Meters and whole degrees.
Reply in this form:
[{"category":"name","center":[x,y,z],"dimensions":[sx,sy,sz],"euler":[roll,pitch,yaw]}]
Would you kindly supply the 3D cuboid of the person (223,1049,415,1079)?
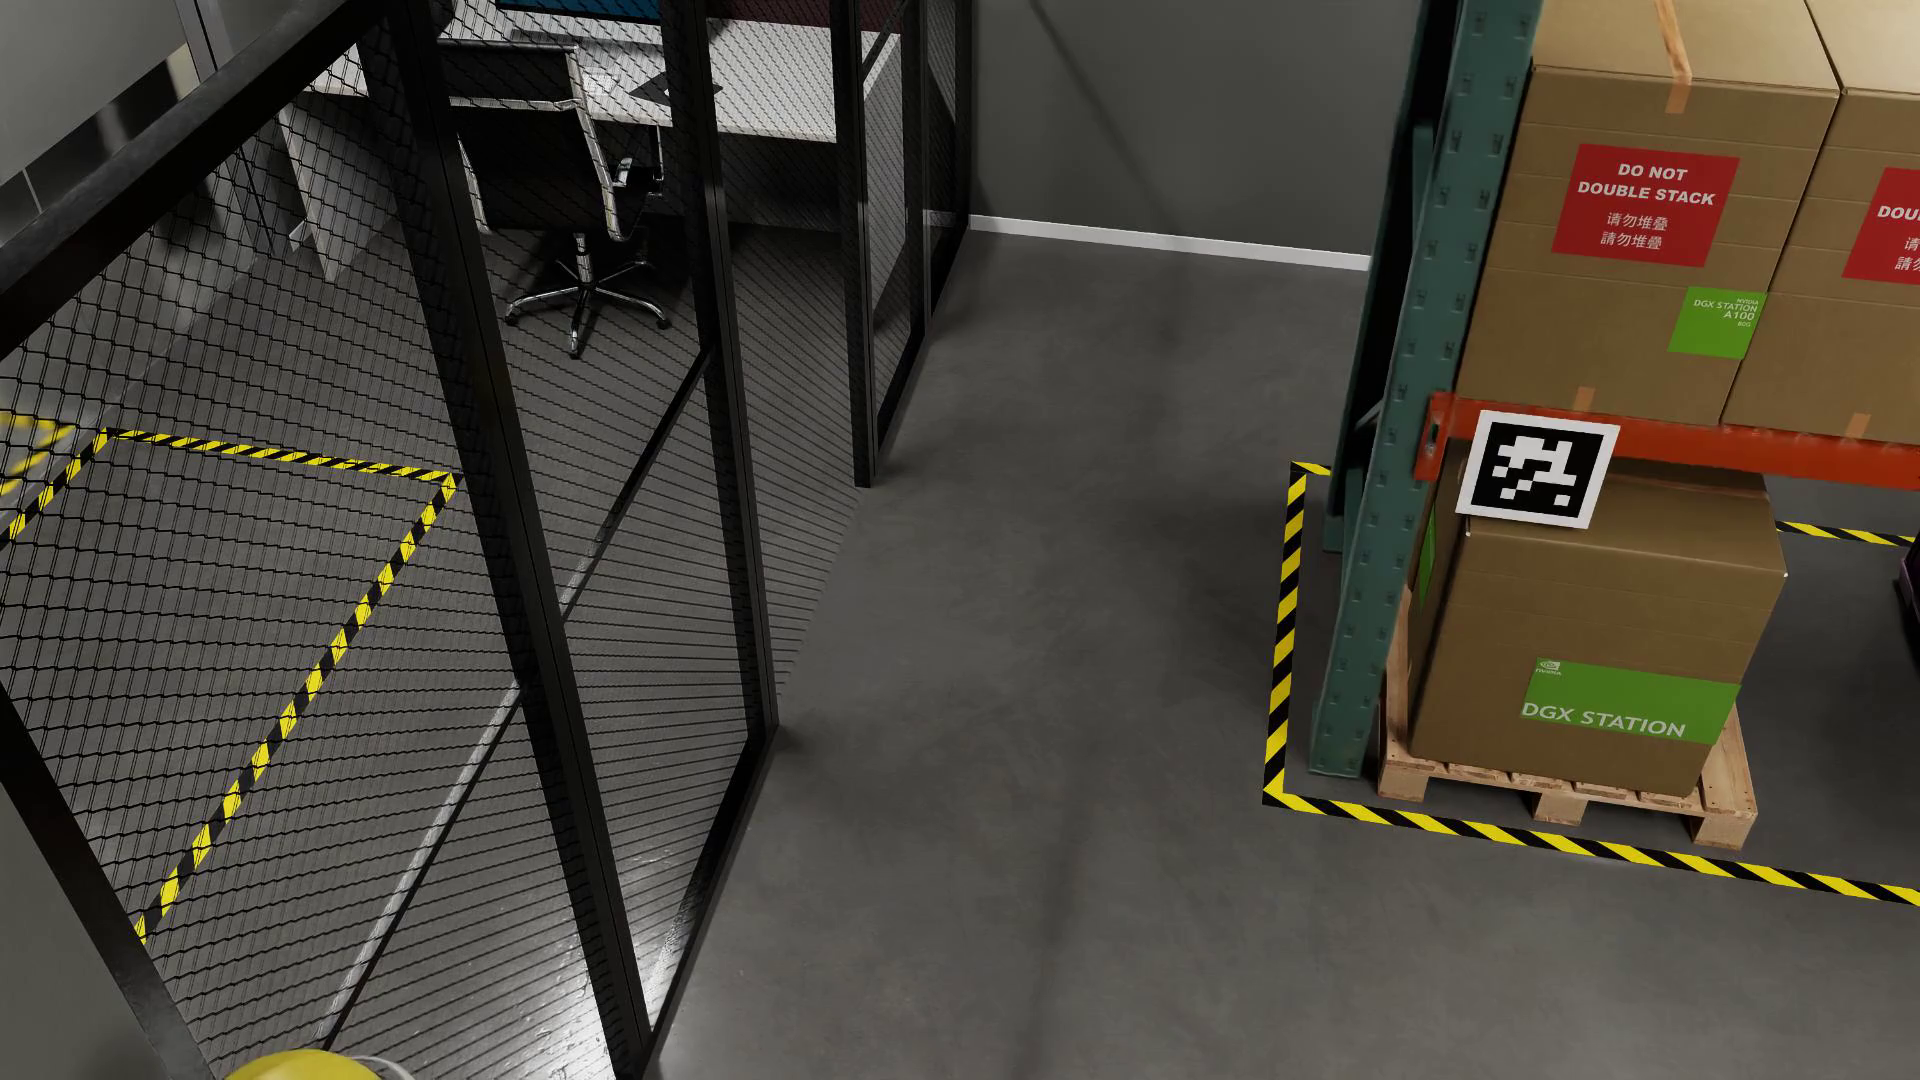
[{"category":"person","center":[-0.670,1.224,2.167],"dimensions":[0.589,1.834,0.403],"euler":[13,43,15]}]
